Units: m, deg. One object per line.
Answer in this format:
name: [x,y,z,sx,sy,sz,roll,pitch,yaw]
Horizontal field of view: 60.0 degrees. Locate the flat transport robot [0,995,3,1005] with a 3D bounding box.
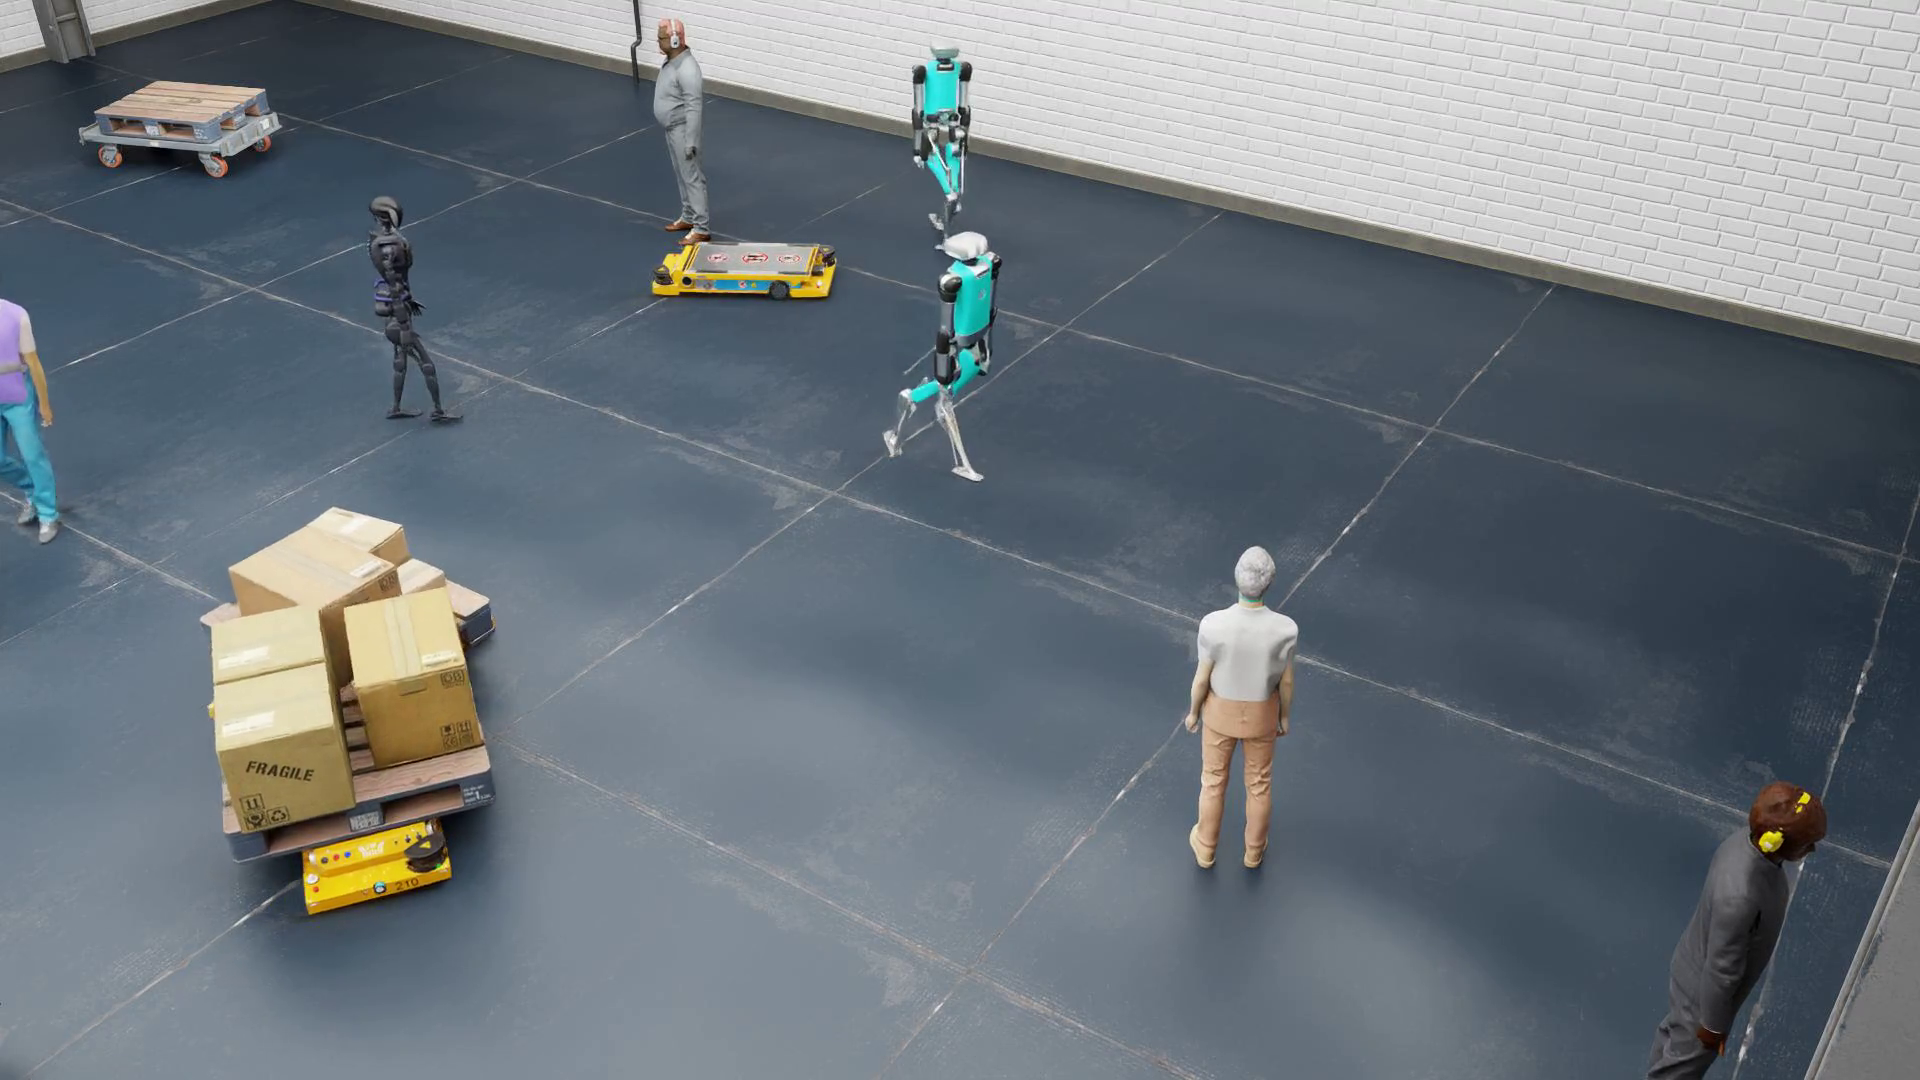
flat transport robot: [-4.562,2.349,6.602,0.659,0.231,1.431,-5,33,-7]

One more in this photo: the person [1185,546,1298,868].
person: [1.284,0.791,7.657,0.482,1.748,0.327,3,33,5]

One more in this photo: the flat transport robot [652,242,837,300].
flat transport robot: [-1.766,-2.223,13.715,1.431,0.231,0.659,1,33,2]

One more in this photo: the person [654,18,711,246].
person: [-2.379,-3.468,14.139,0.413,1.907,0.650,-14,35,-20]

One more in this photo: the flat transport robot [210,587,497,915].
flat transport robot: [-2.979,1.250,8.310,0.659,0.231,1.431,-12,35,-18]

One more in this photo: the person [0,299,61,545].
person: [-5.820,-0.840,10.118,0.567,1.835,0.435,-2,33,-3]

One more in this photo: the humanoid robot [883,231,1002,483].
humanoid robot: [-0.192,-1.218,10.837,0.904,1.807,0.546,24,40,32]

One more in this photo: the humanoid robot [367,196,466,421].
humanoid robot: [-3.806,-1.582,11.422,0.556,1.645,0.590,-8,34,-12]

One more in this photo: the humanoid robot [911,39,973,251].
humanoid robot: [-0.073,-3.255,13.973,0.569,1.746,1.009,-13,35,-19]

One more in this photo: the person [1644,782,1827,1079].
person: [2.836,1.650,6.206,0.355,1.874,0.491,17,36,24]

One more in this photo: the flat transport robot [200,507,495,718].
flat transport robot: [-3.361,0.659,9.231,0.659,0.231,1.431,19,37,27]
